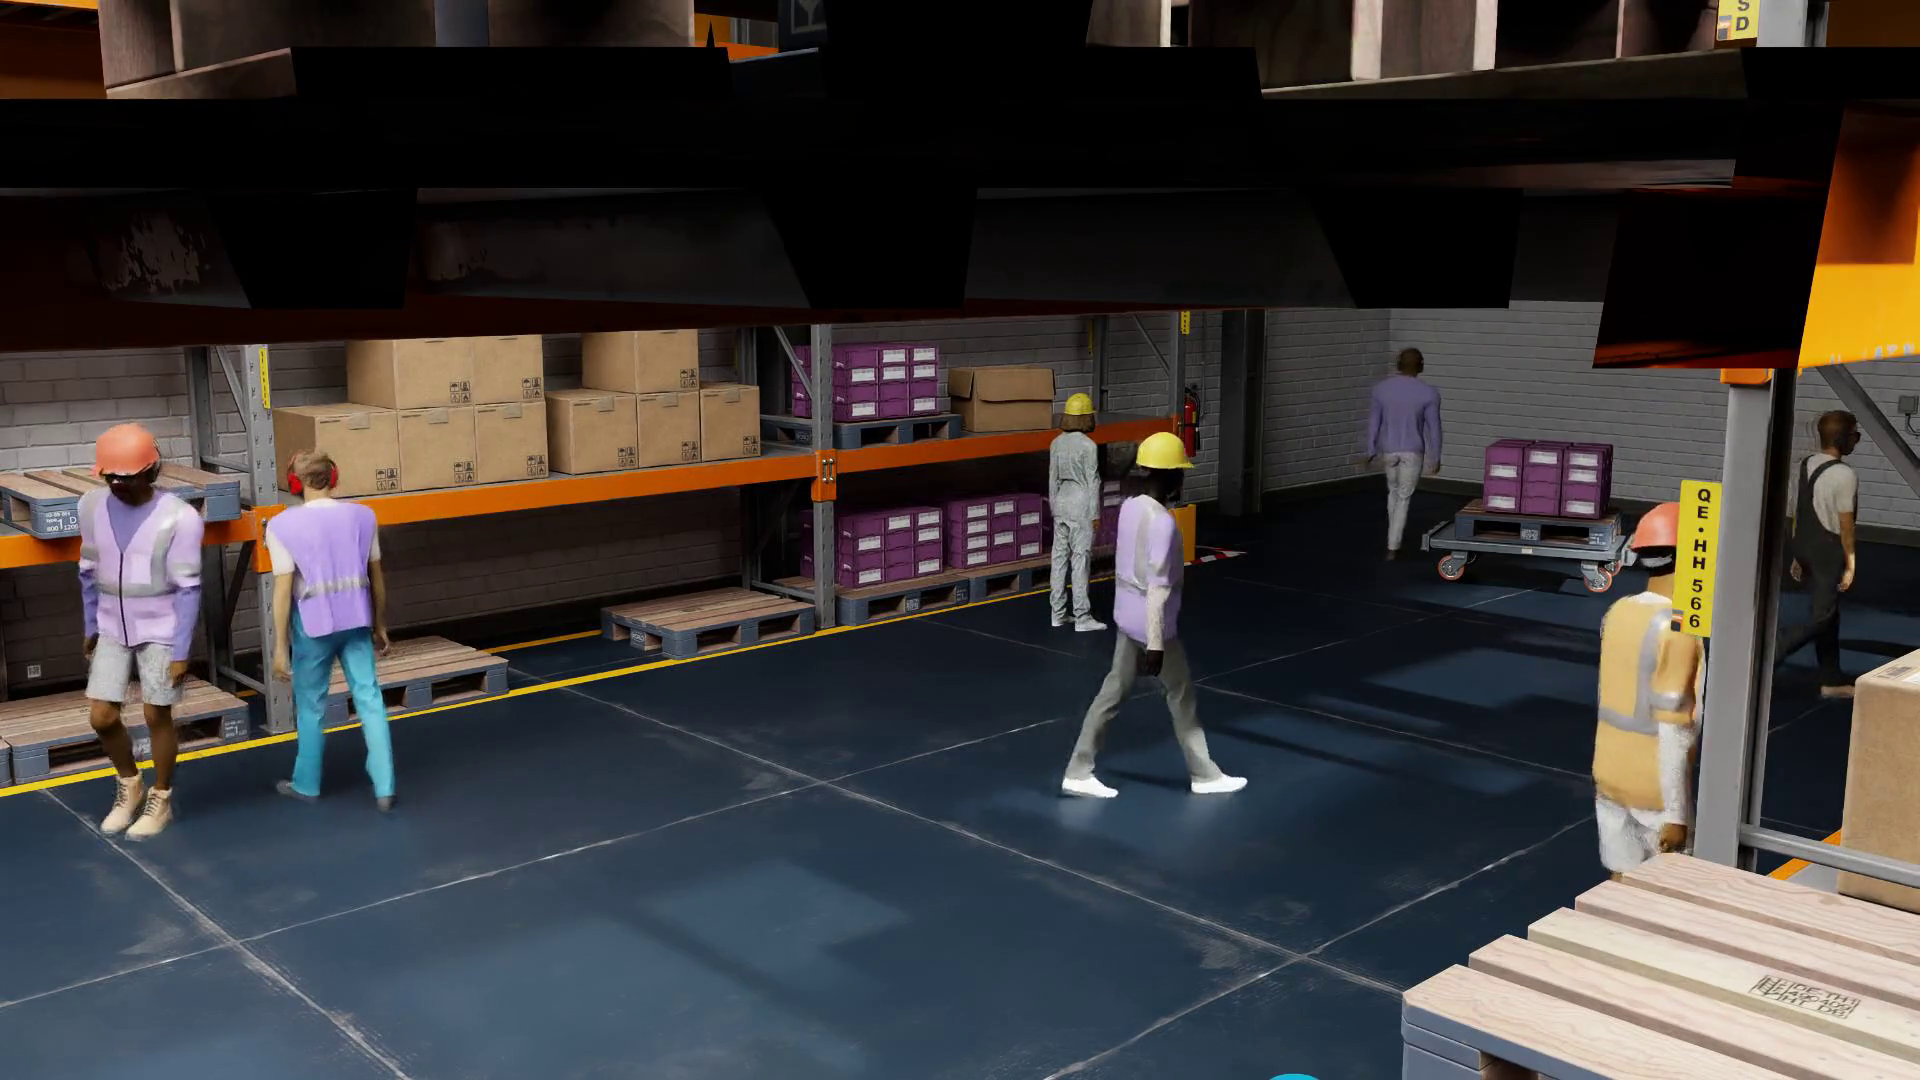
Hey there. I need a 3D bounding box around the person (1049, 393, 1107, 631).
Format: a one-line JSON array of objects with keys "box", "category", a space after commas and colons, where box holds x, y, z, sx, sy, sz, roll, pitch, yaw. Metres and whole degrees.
[{"box": [0.860, -0.207, 12.220, 0.310, 1.744, 0.486, -8, 12, -37], "category": "person"}]

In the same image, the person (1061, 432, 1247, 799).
[{"box": [0.953, 0.392, 8.338, 0.974, 1.880, 0.601, -3, 10, -16], "category": "person"}]

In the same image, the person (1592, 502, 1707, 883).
[{"box": [2.355, 0.831, 5.692, 0.495, 1.904, 0.587, -2, 10, -9], "category": "person"}]

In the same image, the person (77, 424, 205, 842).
[{"box": [-3.797, 0.446, 7.677, 0.677, 1.989, 0.557, 1, 10, 5], "category": "person"}]

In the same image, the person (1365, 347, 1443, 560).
[{"box": [4.101, -0.798, 15.175, 0.663, 1.910, 0.845, 7, 12, 37], "category": "person"}]

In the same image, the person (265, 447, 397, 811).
[{"box": [-3.129, 0.446, 8.233, 0.549, 1.834, 0.622, 9, 13, 42], "category": "person"}]

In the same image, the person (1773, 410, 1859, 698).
[{"box": [5.209, 0.112, 10.157, 0.820, 1.820, 0.517, -1, 10, -6], "category": "person"}]
